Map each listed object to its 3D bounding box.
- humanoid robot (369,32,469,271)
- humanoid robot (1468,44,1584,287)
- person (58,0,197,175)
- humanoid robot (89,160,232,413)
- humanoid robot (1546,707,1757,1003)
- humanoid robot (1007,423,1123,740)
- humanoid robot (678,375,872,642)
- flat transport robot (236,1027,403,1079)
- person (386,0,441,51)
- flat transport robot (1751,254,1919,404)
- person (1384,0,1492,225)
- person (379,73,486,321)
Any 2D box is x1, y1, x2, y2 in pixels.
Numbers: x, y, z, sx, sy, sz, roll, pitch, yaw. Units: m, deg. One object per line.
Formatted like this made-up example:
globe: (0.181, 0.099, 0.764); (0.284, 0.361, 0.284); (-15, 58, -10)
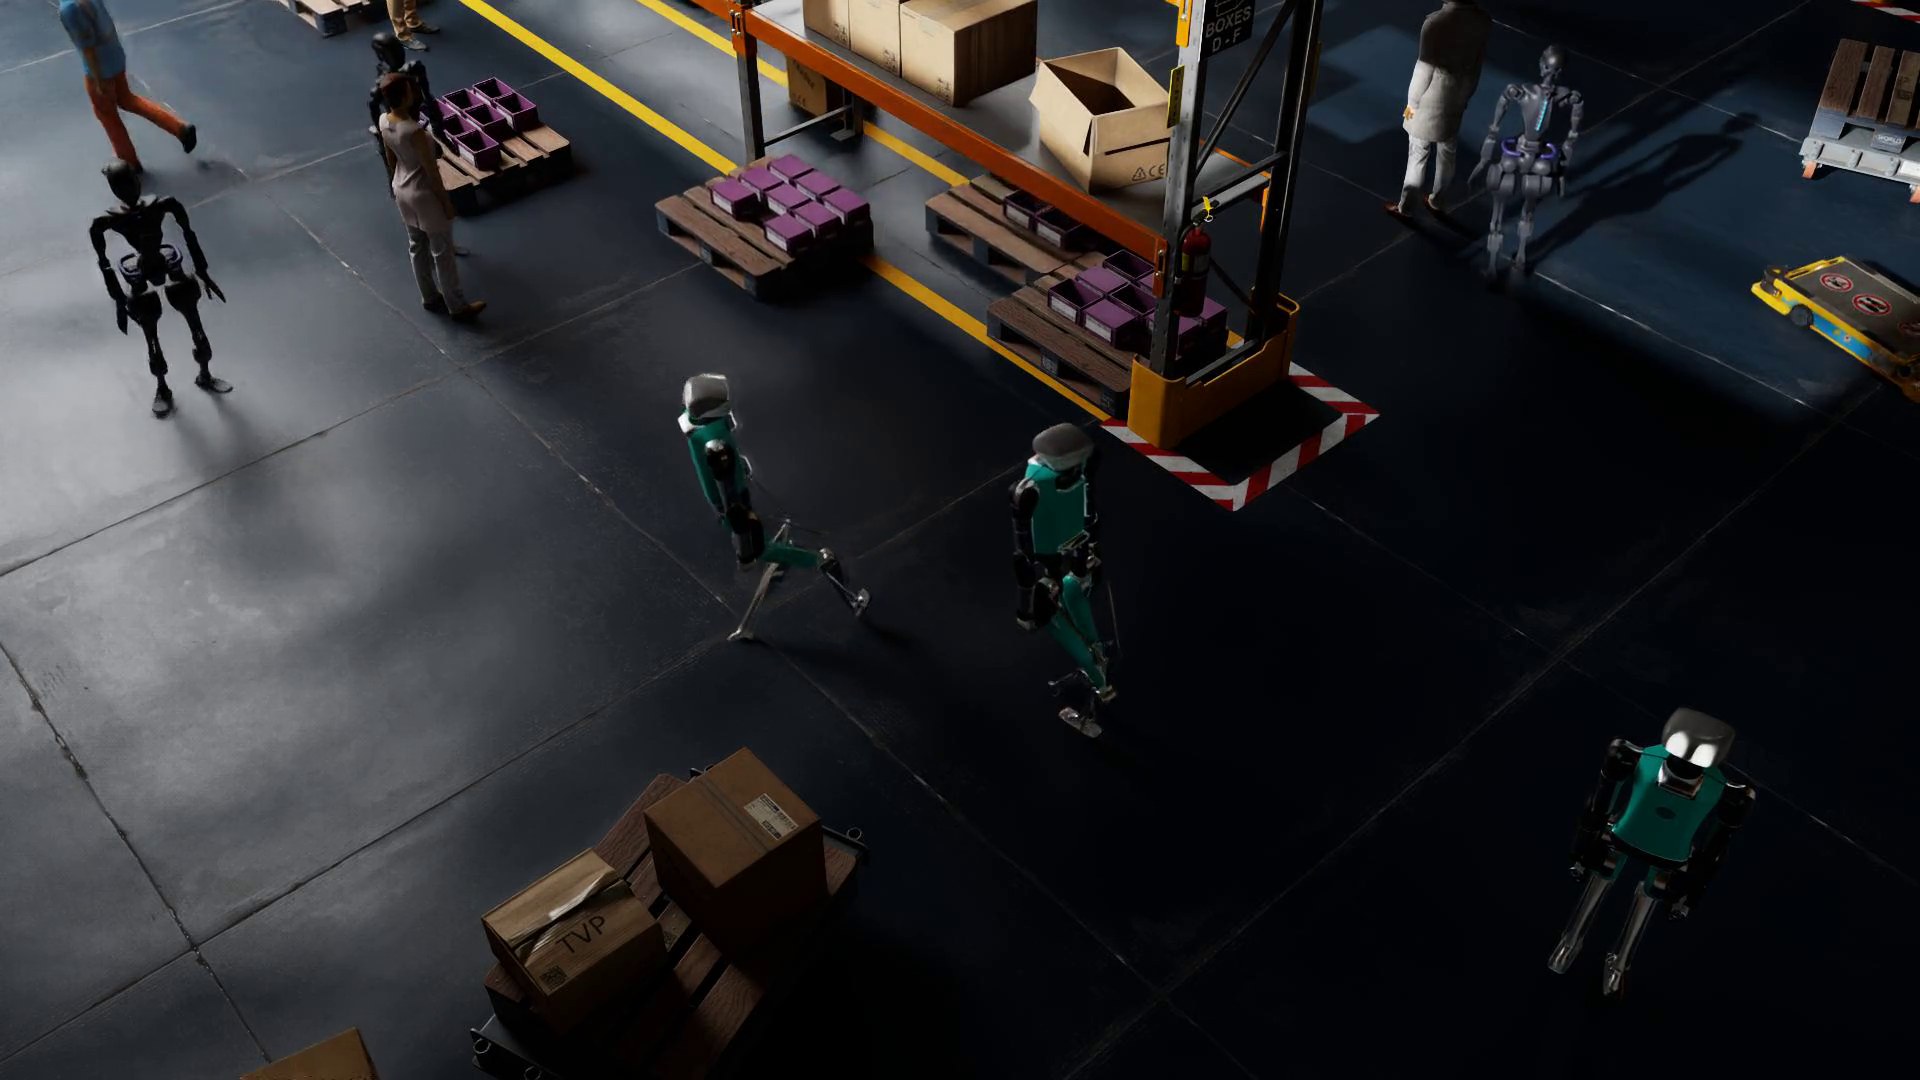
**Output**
humanoid robot: (-3.536, -2.527, 10.802); (0.310, 1.652, 0.608); (17, 45, 17)
humanoid robot: (3.604, -2.414, 10.679); (0.609, 1.656, 0.407); (6, 43, 6)
person: (-5.940, -3.362, 11.662); (0.659, 1.738, 0.545); (-2, 43, -3)
humanoid robot: (-4.664, -1.485, 9.676); (0.617, 1.641, 0.379); (-27, 49, -26)
humanoid robot: (2.758, 1.171, 6.656); (0.530, 1.692, 0.705); (21, 47, 22)
humanoid robot: (0.595, 0.323, 7.683); (0.543, 1.804, 0.802); (-34, 52, -31)
humanoid robot: (-0.841, -0.142, 8.187); (0.957, 1.778, 0.568); (-15, 45, -16)
flat transport robot: (-2.341, 2.852, 5.993); (0.659, 0.231, 1.431); (-21, 47, -21)
person: (-4.500, -4.788, 13.202); (0.319, 1.755, 0.562); (4, 43, 5)
flat transport robot: (5.836, -1.368, 10.583); (0.659, 0.231, 1.431); (-19, 46, -20)
person: (3.227, -2.982, 11.185); (0.511, 1.832, 0.365); (-12, 44, -13)
person: (-3.344, -2.136, 10.387); (0.437, 1.660, 0.286); (24, 48, 24)
